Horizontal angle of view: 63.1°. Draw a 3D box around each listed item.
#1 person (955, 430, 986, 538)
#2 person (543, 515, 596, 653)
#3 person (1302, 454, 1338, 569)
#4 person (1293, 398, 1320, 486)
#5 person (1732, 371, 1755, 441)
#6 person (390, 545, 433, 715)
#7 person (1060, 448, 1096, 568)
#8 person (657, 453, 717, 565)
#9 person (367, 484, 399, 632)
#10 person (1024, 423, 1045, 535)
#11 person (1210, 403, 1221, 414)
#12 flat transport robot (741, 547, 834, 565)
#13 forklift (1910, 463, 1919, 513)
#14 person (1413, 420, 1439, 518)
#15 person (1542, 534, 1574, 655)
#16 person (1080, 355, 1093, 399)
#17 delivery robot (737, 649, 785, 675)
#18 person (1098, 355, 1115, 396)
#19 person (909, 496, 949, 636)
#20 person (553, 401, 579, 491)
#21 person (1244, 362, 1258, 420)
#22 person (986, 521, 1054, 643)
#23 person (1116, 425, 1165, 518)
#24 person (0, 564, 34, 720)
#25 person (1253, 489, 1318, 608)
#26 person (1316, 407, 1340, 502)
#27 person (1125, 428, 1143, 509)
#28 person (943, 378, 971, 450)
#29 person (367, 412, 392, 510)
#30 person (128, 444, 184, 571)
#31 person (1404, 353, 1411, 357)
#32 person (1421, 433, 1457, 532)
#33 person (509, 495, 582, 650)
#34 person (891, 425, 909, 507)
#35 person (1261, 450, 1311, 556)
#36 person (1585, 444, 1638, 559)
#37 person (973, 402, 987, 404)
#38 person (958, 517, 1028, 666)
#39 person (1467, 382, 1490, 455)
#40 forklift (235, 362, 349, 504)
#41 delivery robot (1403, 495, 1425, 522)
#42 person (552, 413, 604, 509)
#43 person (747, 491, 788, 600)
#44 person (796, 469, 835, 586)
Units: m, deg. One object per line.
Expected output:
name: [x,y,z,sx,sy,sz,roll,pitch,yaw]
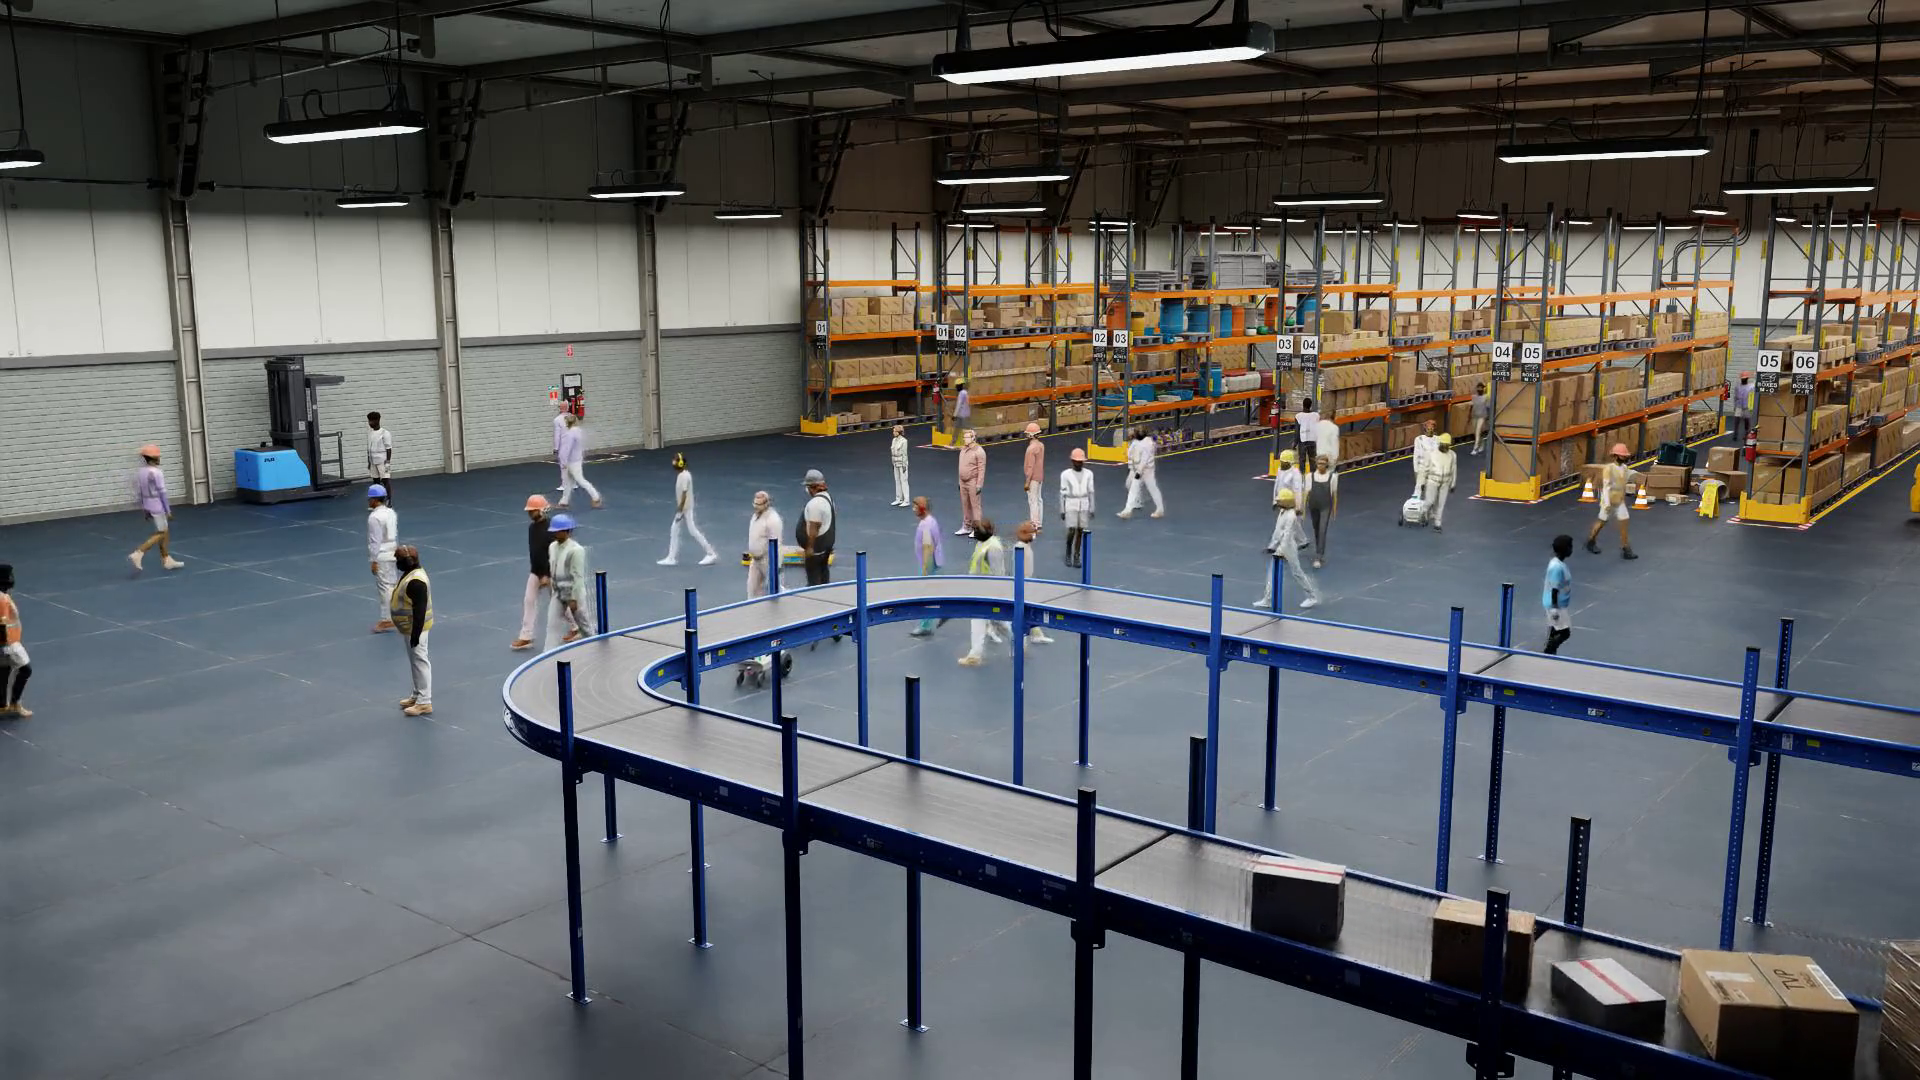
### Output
person: [0.173,-1.007,27.767,0.410,1.909,0.643,-8,13,-38]
person: [-4.671,0.634,18.571,0.630,1.895,0.993,7,13,36]
person: [5.809,-0.495,25.231,0.528,1.805,0.988,4,11,23]
person: [7.551,-2.136,34.084,0.590,1.920,0.399,-2,10,-11]
person: [21.452,-3.676,42.837,0.544,1.896,0.985,7,12,34]
person: [-5.920,0.956,16.913,0.429,1.841,0.621,-5,11,-25]
person: [1.875,-0.507,24.885,0.539,1.923,0.490,-3,10,-16]
person: [-4.385,-0.502,25.163,0.922,1.831,0.512,-4,11,-23]
person: [-7.669,0.244,20.738,0.425,1.923,0.704,1,10,7]
person: [1.315,-1.099,28.033,0.375,1.995,0.611,4,11,22]
person: [8.262,-4.870,50.396,0.516,1.591,0.855,7,12,36]
flat transport robot: [-2.797,0.251,25.408,1.431,0.197,0.652,0,10,1]
forklift: [19.034,-1.348,28.998,2.313,2.155,1.214,8,13,37]
person: [8.879,-1.343,29.729,0.574,1.881,0.357,-3,10,-16]
person: [7.029,0.763,18.380,0.353,1.687,0.553,5,11,24]
person: [4.041,-4.854,49.331,0.631,1.943,1.049,8,13,39]
delivery robot: [-2.332,1.326,18.294,0.477,0.478,0.707,3,11,18]
person: [4.799,-5.190,51.560,0.598,1.812,0.682,9,13,40]
person: [-0.399,0.338,20.459,0.468,1.824,0.665,0,10,-1]
person: [-8.432,-2.005,33.391,0.399,1.904,0.644,7,12,35]
person: [9.027,-4.625,48.533,0.525,1.765,0.329,7,12,35]
person: [0.747,0.537,19.958,0.825,1.597,0.500,2,10,9]
person: [3.488,-1.301,29.789,0.981,1.785,0.606,-3,11,-18]
person: [-10.068,1.082,16.613,0.457,1.679,0.556,-7,12,-34]
person: [4.649,0.116,22.046,0.894,1.700,0.489,-1,10,-7]
person: [7.505,-1.740,31.844,0.450,1.920,0.647,-4,11,-24]
person: [3.396,-1.401,30.756,0.495,1.615,0.557,-1,10,-8]
person: [-0.032,-3.226,40.353,0.946,1.865,0.614,0,10,1]
person: [-11.385,-1.540,30.619,0.602,1.958,0.380,5,11,28]
person: [-12.688,-0.495,24.553,0.619,2.025,0.818,8,13,39]
person: [14.482,-5.172,51.210,0.646,1.904,0.595,7,12,35]
person: [8.655,-1.046,28.236,0.616,1.812,0.419,0,10,-1]
person: [-5.250,0.379,19.861,0.611,1.953,0.990,8,13,38]
person: [-1.197,-1.483,31.235,0.318,1.631,0.514,-6,12,-32]
person: [5.494,-0.635,26.072,0.922,1.782,0.596,-3,10,-15]
person: [10.806,-0.664,25.892,0.558,1.894,1.006,-5,11,-26]
person: [0.543,-3.885,44.646,0.536,1.671,0.787,7,12,33]
person: [0.426,0.607,19.061,0.860,1.791,0.637,-1,10,-6]
person: [13.210,-3.107,39.772,0.522,1.847,0.820,9,14,43]
forklift: [-13.803,-2.244,32.110,1.129,2.768,1.873,8,13,37]
delivery robot: [8.456,-0.599,29.129,0.477,0.478,0.707,4,11,20]
person: [-7.554,-1.553,30.884,0.975,1.908,0.642,-1,10,-8]
person: [-2.521,0.254,20.800,0.889,1.872,0.658,-8,13,-36]
person: [-1.994,0.046,21.584,0.536,2.000,0.706,1,10,7]
